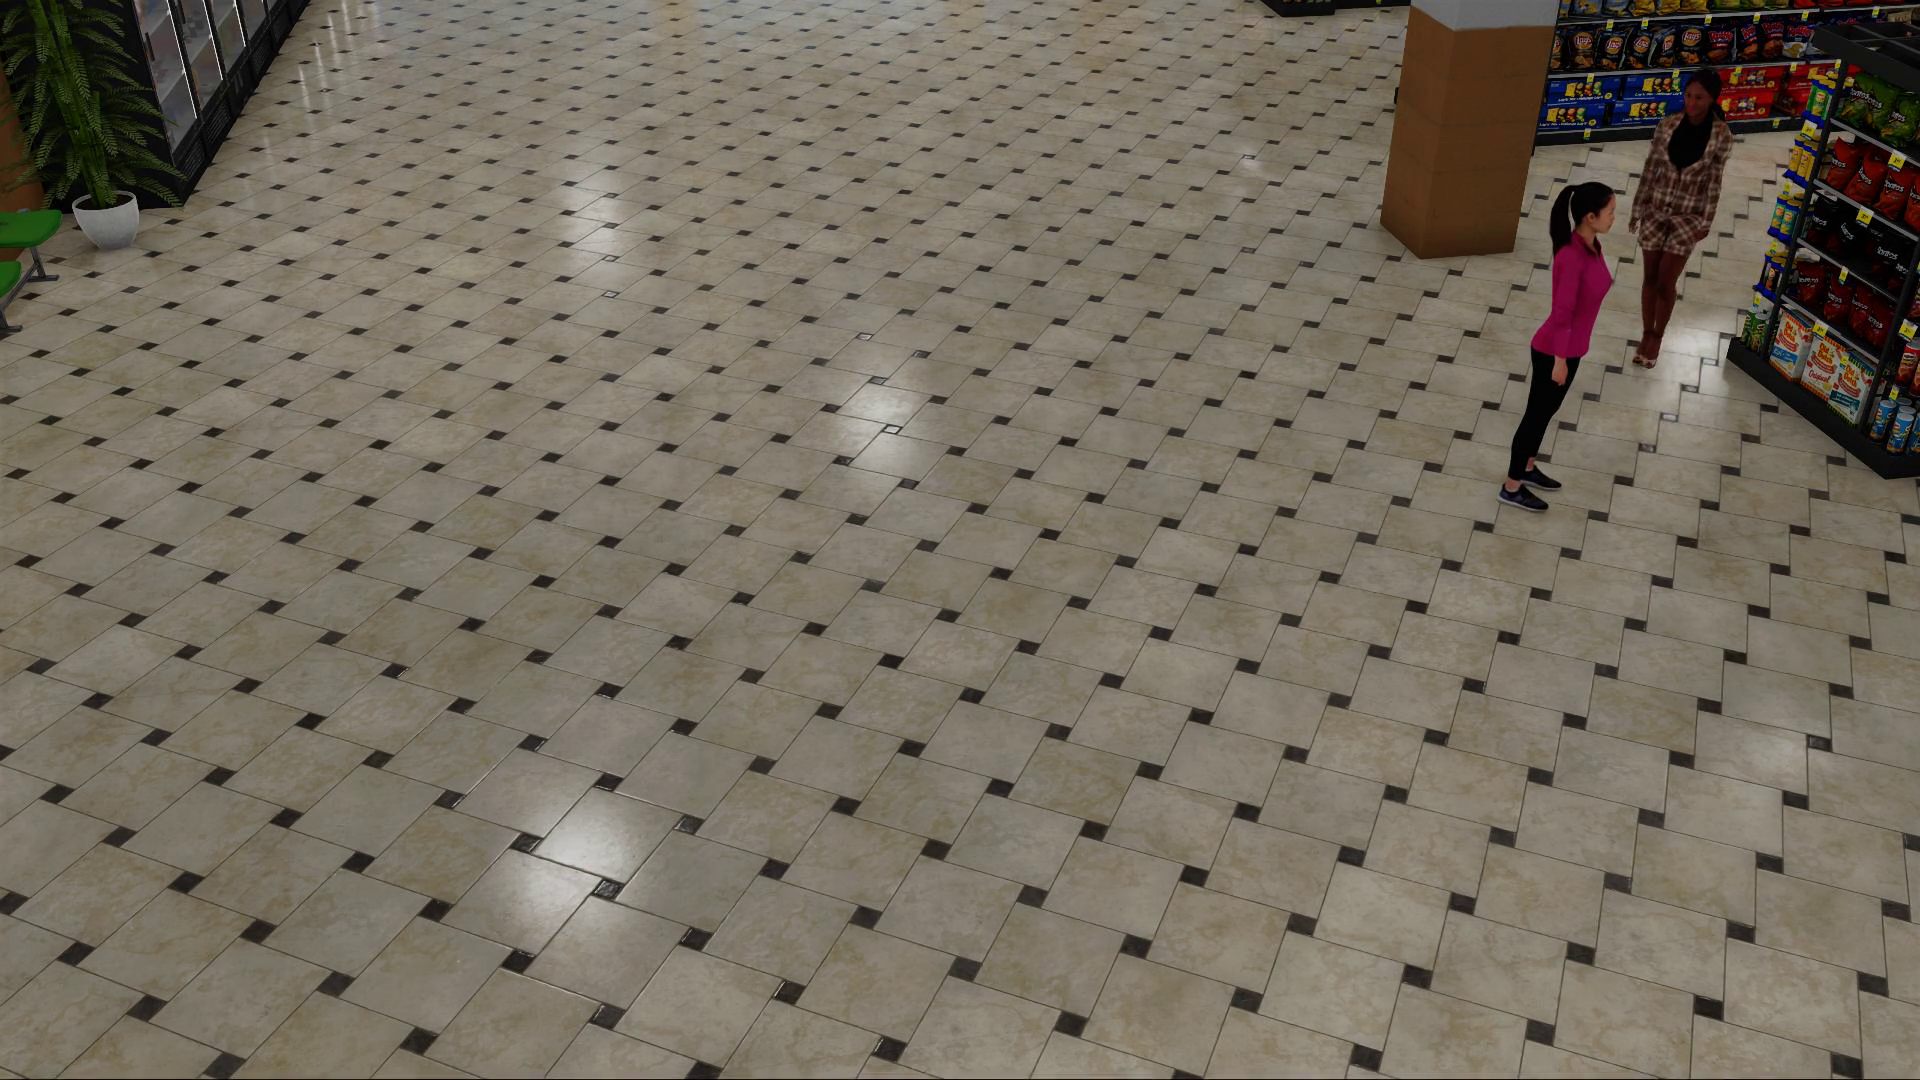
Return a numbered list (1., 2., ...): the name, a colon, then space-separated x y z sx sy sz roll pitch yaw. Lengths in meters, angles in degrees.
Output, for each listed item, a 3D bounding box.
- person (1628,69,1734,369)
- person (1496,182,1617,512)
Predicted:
1. person: 4.157 -1.859 9.644 0.725 1.780 0.782 26 40 35
2. person: 2.971 -0.964 8.283 0.728 1.698 0.676 18 36 27
